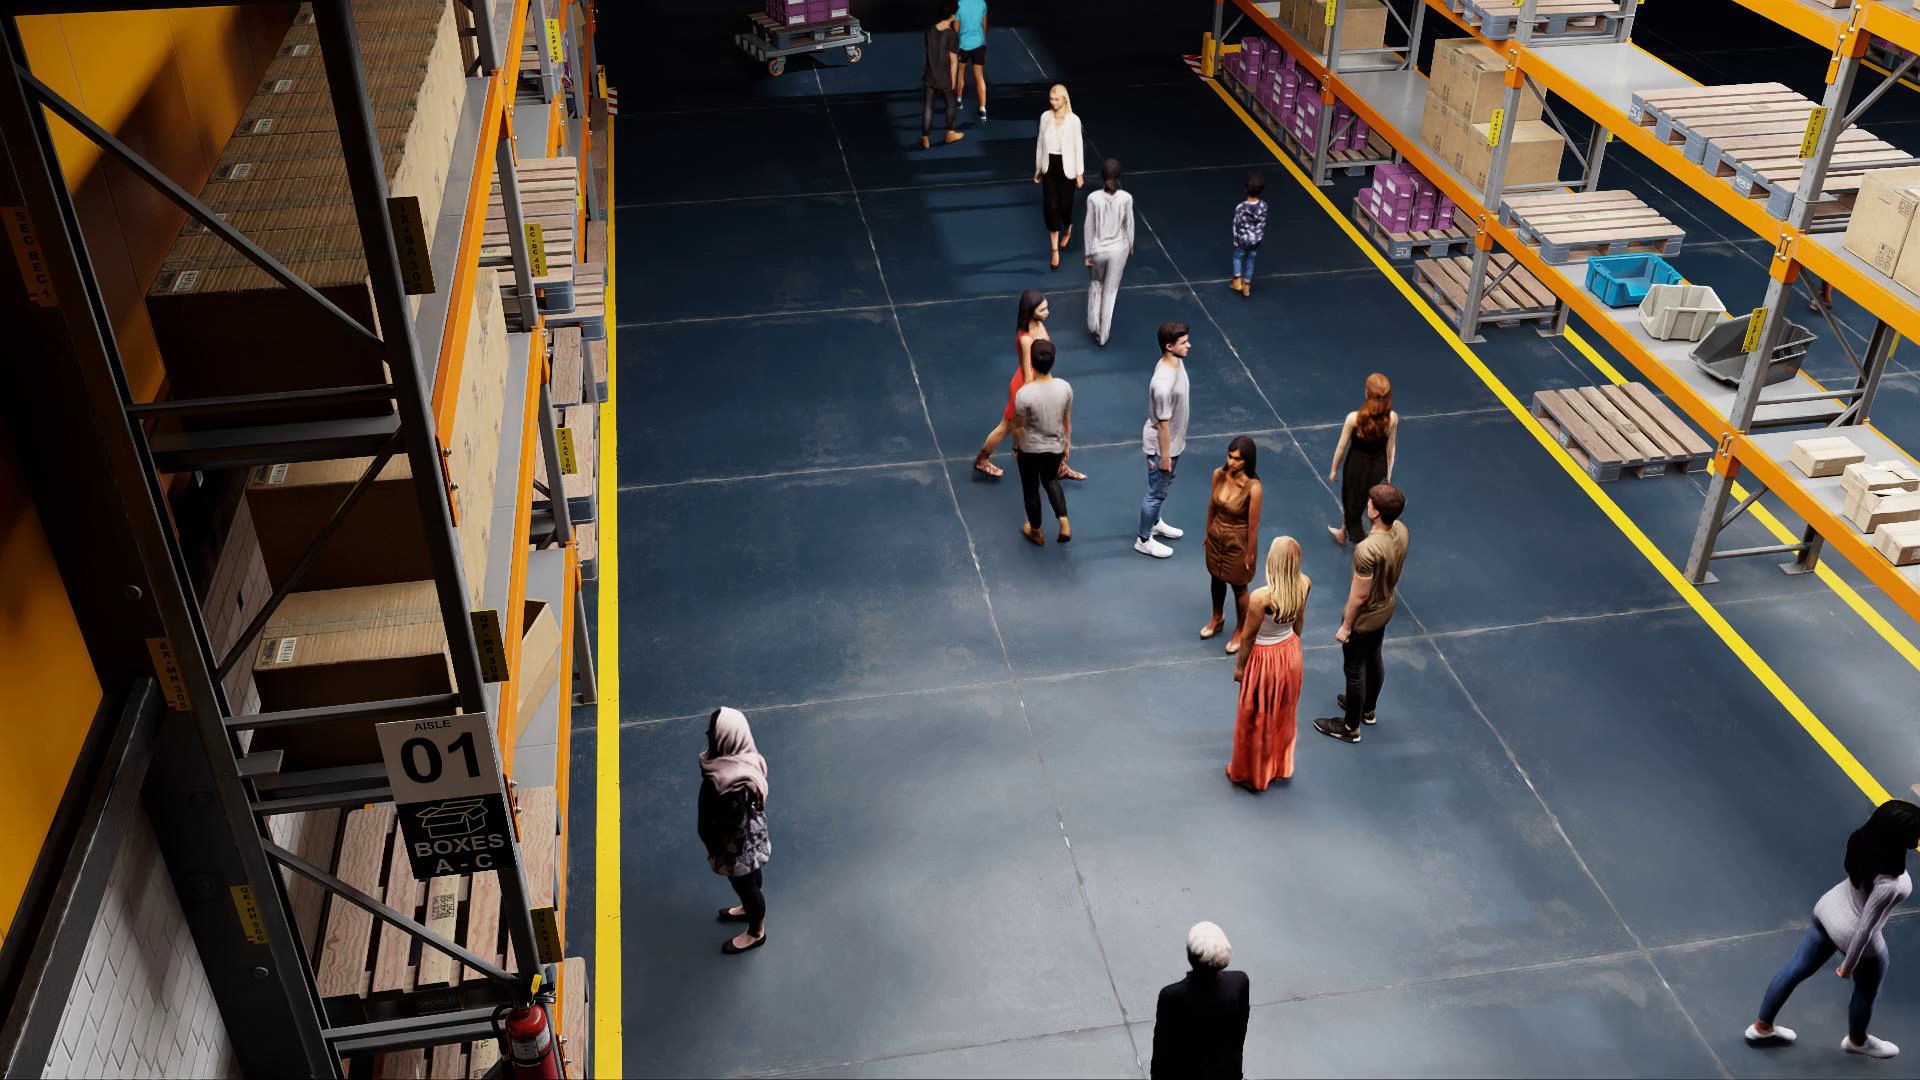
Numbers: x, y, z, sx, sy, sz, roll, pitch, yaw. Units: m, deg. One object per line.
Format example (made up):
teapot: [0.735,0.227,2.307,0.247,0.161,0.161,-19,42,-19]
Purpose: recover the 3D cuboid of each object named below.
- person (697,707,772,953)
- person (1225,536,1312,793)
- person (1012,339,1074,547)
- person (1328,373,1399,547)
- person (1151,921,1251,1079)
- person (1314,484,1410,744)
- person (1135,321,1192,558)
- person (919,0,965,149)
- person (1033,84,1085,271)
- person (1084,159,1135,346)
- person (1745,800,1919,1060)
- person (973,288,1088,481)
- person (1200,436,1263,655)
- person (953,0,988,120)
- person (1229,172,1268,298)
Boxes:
person: [-1.210,1.557,9.028,0.672,1.637,0.539,-5,34,-8]
person: [1.893,0.757,10.082,0.697,1.803,0.698,-19,38,-26]
person: [0.625,-0.647,12.283,0.684,1.706,0.818,-10,35,-15]
person: [2.949,-0.409,12.037,0.566,1.581,1.108,-6,34,-8]
person: [1.185,2.514,7.803,0.736,1.766,0.596,-6,34,-9]
person: [2.576,0.455,10.493,0.782,1.852,0.747,26,41,33]
person: [1.511,-0.764,12.294,0.805,1.887,0.669,8,35,12]
person: [-0.274,-5.440,19.515,0.882,1.681,0.950,15,37,22]
person: [1.019,-3.650,16.699,0.906,1.817,0.988,14,36,19]
person: [1.341,-2.580,15.143,0.697,1.758,0.741,5,34,8]
person: [4.342,1.965,8.351,0.817,1.708,0.958,0,34,0]
person: [0.445,-1.168,13.098,0.966,1.670,1.167,7,34,10]
person: [1.846,0.025,11.291,0.701,1.683,0.606,-27,42,-35]
person: [0.176,-5.979,20.278,0.664,1.735,1.129,-8,34,-12]
person: [2.823,-2.953,16.171,0.504,1.241,0.501,-4,34,-5]
